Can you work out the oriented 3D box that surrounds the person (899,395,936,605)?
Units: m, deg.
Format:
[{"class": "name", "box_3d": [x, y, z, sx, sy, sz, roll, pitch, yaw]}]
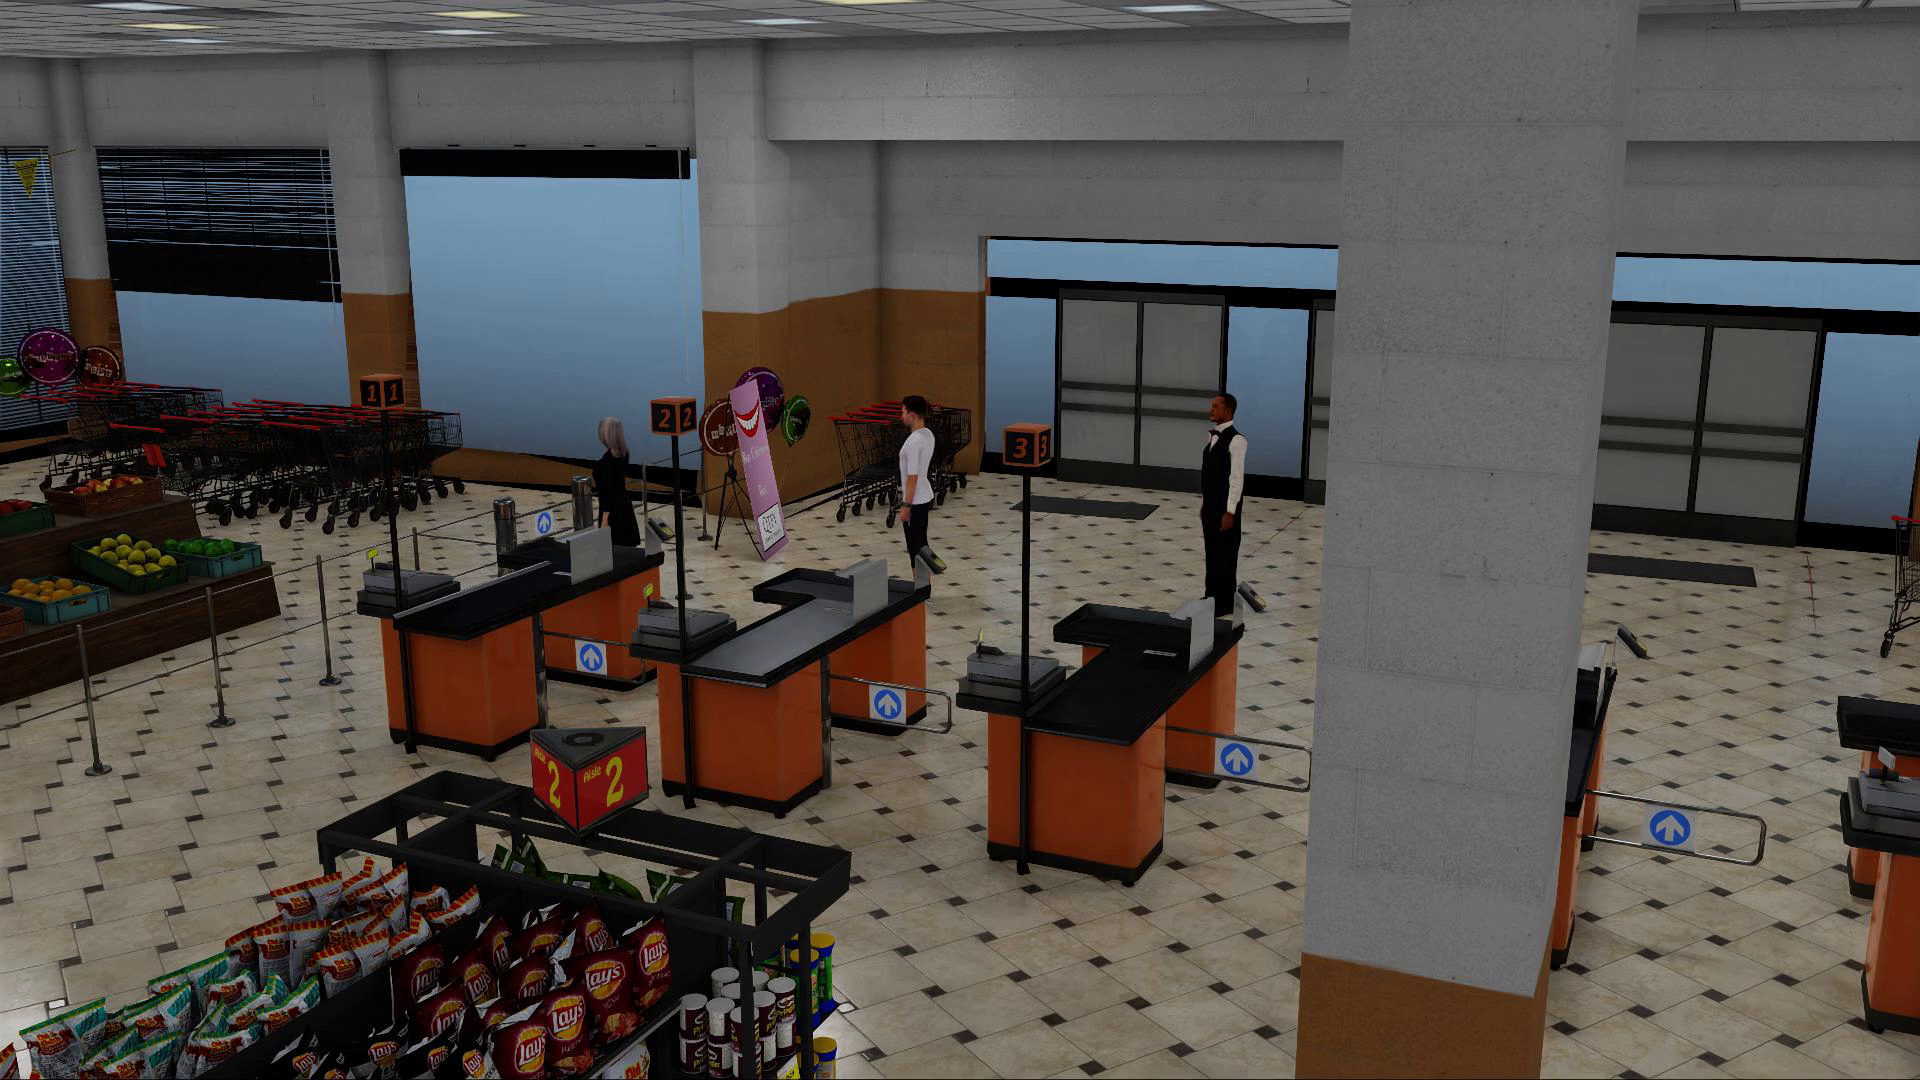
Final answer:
[{"class": "person", "box_3d": [-0.374, -0.361, 14.651, 0.764, 1.855, 0.569, 3, 14, 14]}]

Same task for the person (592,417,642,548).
[{"class": "person", "box_3d": [-2.942, -0.193, 14.188, 0.717, 1.747, 0.588, 2, 14, 10]}]

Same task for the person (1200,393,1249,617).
[{"class": "person", "box_3d": [2.260, -0.317, 14.334, 0.824, 1.919, 0.767, -5, 15, -20]}]
